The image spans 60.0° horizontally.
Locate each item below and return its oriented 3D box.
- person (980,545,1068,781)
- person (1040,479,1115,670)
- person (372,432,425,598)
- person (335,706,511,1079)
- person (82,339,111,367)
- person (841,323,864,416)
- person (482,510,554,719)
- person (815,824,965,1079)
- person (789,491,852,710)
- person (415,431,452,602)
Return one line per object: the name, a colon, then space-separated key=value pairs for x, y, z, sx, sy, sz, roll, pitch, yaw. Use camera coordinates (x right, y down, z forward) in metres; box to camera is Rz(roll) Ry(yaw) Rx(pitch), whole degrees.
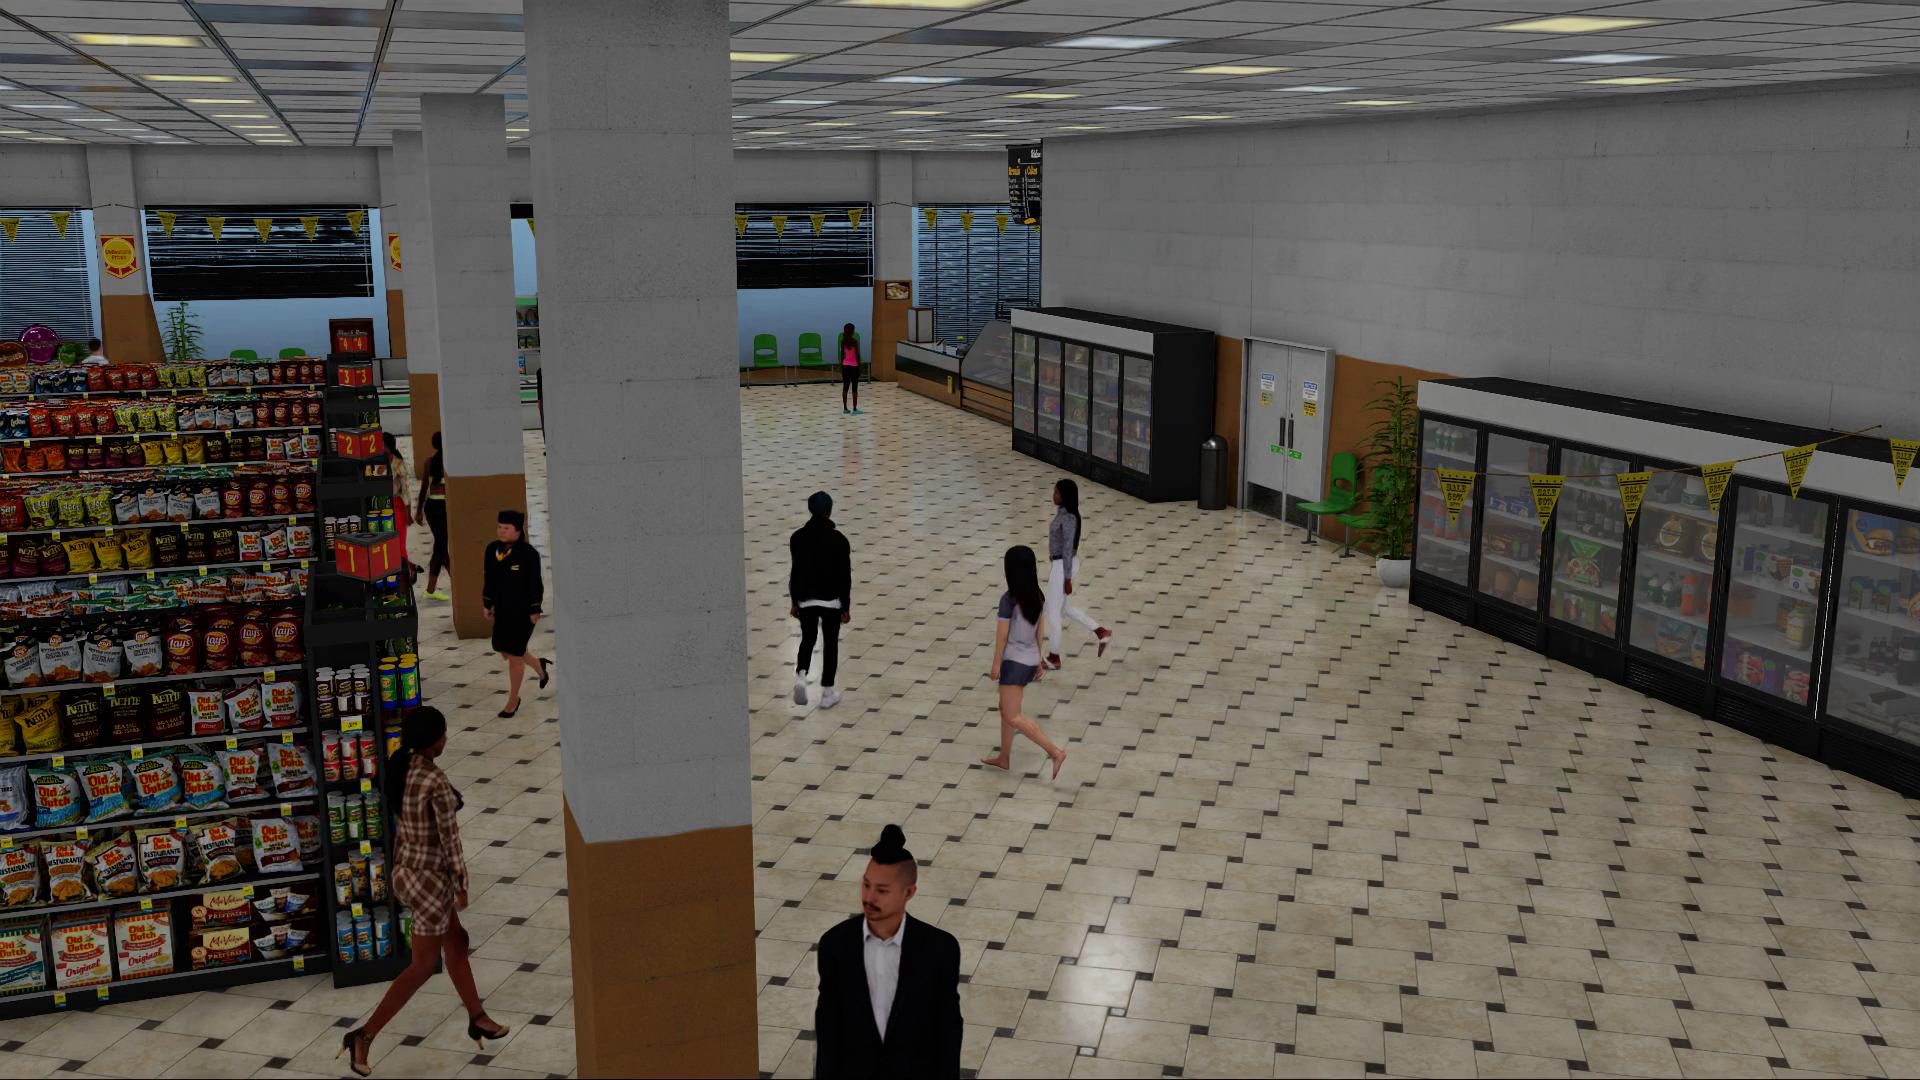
person: x=0.473 y=0.900 z=11.840 sx=1.015 sy=1.684 sz=1.033 roll=8 pitch=14 yaw=35
person: x=1.000 y=0.308 z=14.599 sx=1.053 sy=1.707 sz=0.845 roll=1 pitch=12 yaw=4
person: x=-5.735 y=-0.222 z=16.942 sx=0.882 sy=1.779 sz=0.938 roll=4 pitch=13 yaw=19
person: x=-2.593 y=1.708 z=7.858 sx=1.161 sy=1.744 sz=0.888 roll=-9 pitch=15 yaw=-38
person: x=-13.791 y=-2.248 z=26.507 sx=1.209 sy=1.801 sz=1.241 roll=5 pitch=13 yaw=23
person: x=-2.073 y=-3.235 z=31.383 sx=0.659 sy=1.723 sz=0.713 roll=7 pitch=14 yaw=29
person: x=-3.563 y=0.572 z=13.460 sx=1.000 sy=1.659 sz=1.073 roll=6 pitch=13 yaw=27
person: x=-0.262 y=1.968 z=6.112 sx=0.717 sy=1.955 sz=0.851 roll=2 pitch=12 yaw=8
person: x=-1.163 y=0.513 z=13.392 sx=0.981 sy=1.803 sz=1.007 roll=3 pitch=12 yaw=15
person: x=-5.381 y=-0.206 z=17.108 sx=1.221 sy=1.679 sz=1.168 roll=4 pitch=13 yaw=19
